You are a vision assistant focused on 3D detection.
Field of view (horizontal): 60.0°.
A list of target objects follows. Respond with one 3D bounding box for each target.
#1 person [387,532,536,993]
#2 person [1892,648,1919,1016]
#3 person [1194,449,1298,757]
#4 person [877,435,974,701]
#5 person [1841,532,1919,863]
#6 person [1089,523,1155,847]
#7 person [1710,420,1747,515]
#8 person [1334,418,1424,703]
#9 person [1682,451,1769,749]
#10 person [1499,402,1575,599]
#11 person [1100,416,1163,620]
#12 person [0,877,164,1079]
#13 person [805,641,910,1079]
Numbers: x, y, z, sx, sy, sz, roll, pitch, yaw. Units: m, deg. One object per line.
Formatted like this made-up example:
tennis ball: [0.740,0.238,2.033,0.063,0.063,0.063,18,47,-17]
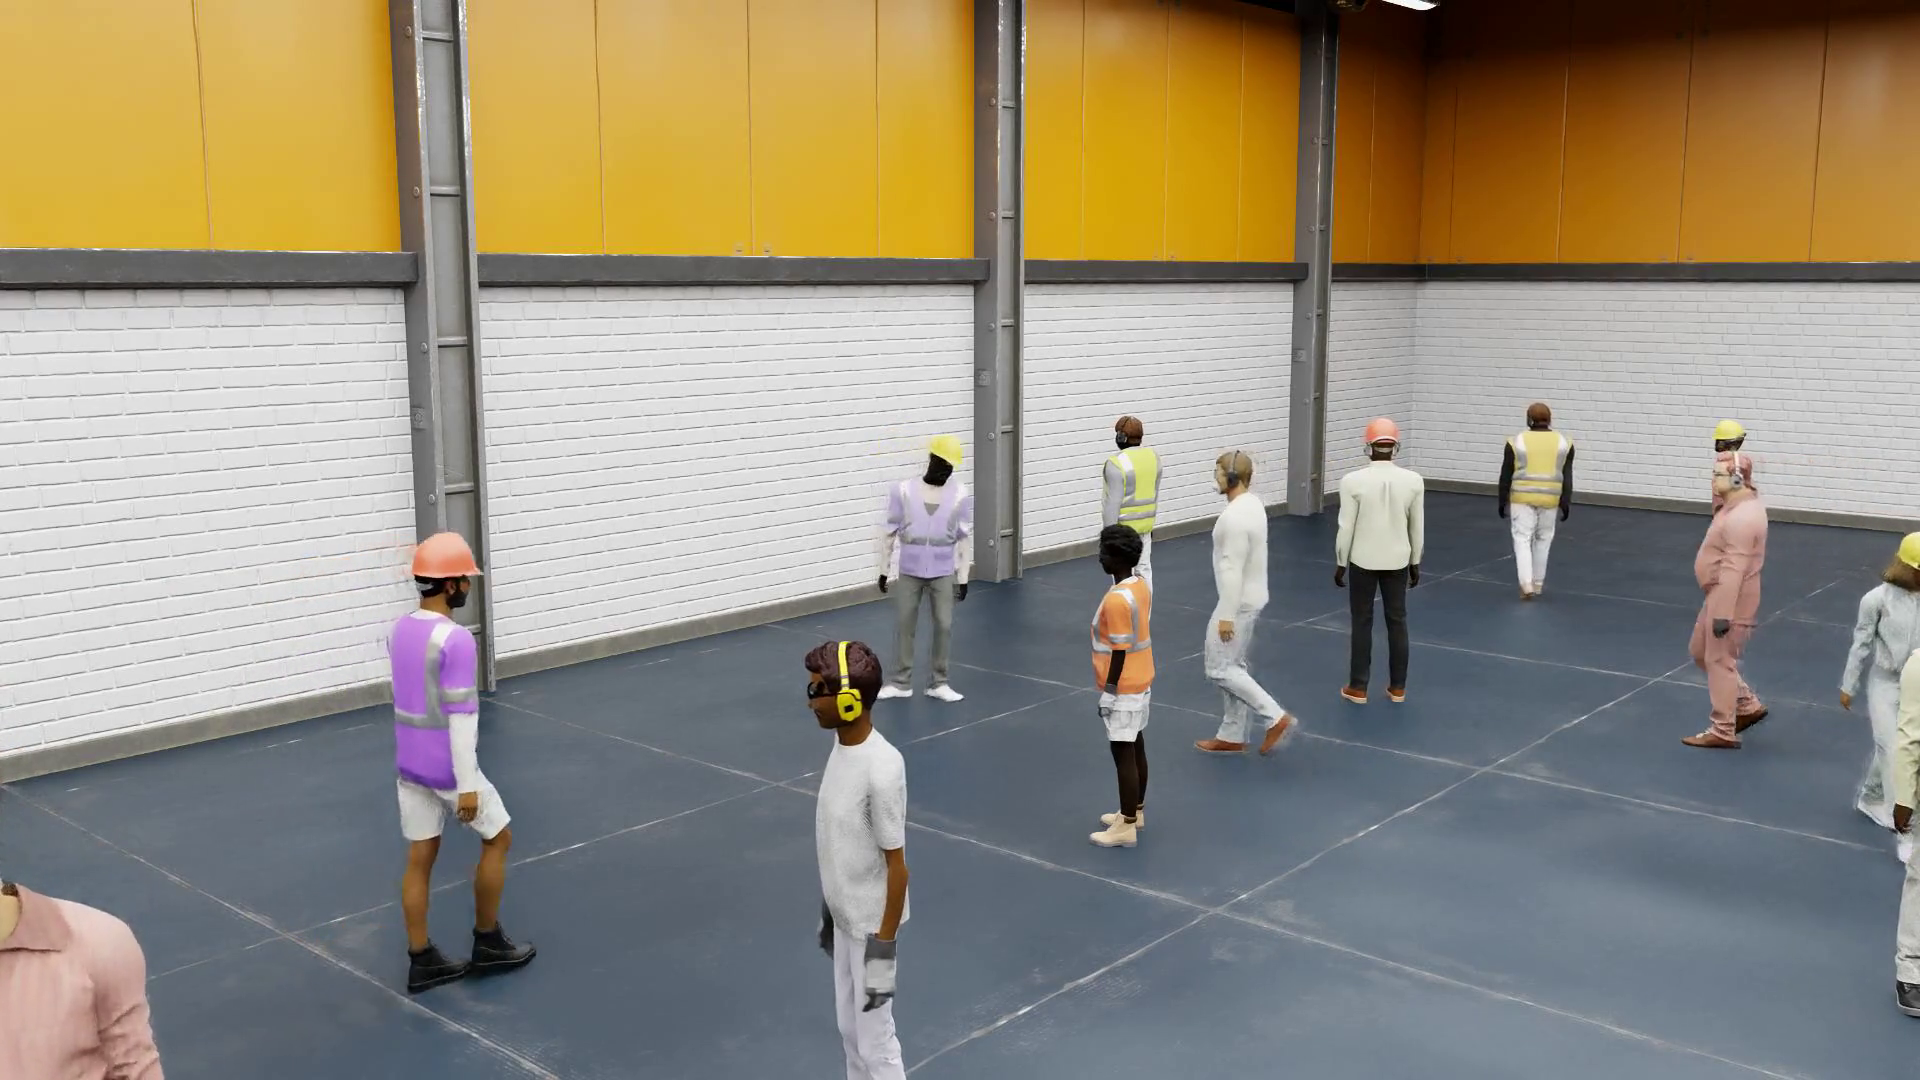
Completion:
person: [-2.093,0.915,6.998,0.568,1.914,0.699,7,12,38]
person: [4.044,1.015,6.637,0.600,1.829,0.404,1,9,8]
person: [1.747,0.410,10.146,0.536,1.924,0.642,3,10,18]
person: [-0.284,0.209,11.560,0.747,1.892,0.353,0,9,0]
person: [4.908,0.765,8.651,0.526,1.686,0.924,1,9,3]
person: [0.847,0.753,8.703,0.320,1.698,0.531,3,10,18]
person: [6.449,-0.128,14.029,0.329,1.765,0.533,6,11,34]
person: [2.912,0.145,11.597,0.623,1.989,0.401,-1,9,-4]
person: [4.802,0.381,10.441,0.431,1.888,0.664,4,10,24]
person: [5.297,-0.360,15.326,0.640,1.820,0.774,1,9,9]
person: [1.358,-0.086,13.525,0.429,1.844,0.622,9,13,44]
person: [-2.118,1.463,3.722,0.652,1.873,0.706,-4,10,-25]
person: [-0.328,1.225,5.225,0.332,1.865,0.520,-4,10,-21]
